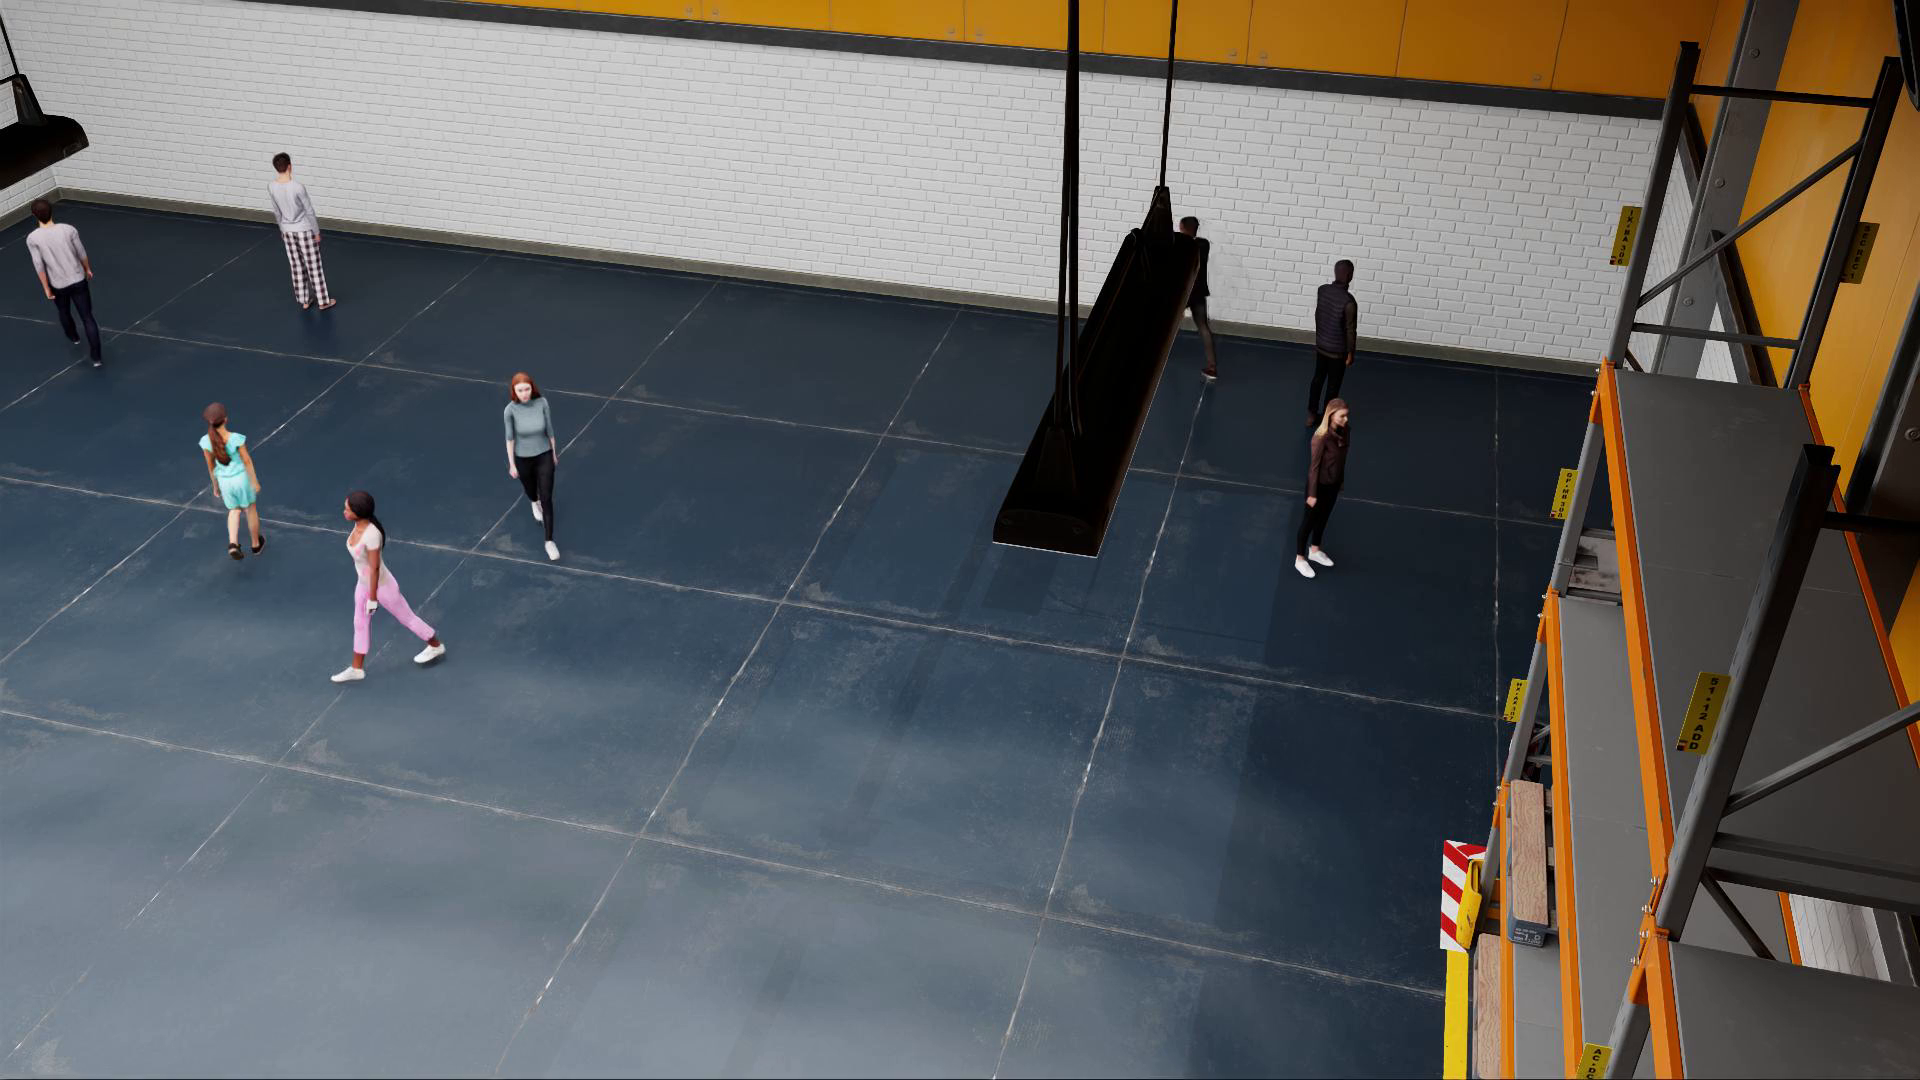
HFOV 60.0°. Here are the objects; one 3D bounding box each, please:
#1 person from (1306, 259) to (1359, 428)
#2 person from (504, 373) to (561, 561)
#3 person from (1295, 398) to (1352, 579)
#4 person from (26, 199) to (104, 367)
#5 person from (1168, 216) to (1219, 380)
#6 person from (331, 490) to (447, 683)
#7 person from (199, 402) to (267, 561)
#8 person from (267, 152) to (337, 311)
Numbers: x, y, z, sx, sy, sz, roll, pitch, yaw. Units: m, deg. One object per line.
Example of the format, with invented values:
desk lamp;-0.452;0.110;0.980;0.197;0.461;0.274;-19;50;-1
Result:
person;3.692;-1.921;16.482;0.820;1.839;0.766;-18;38;-25
person;-3.807;-0.732;14.810;1.043;1.710;1.206;-12;35;-17
person;3.158;-0.487;14.447;0.635;1.703;0.733;-24;41;-32
person;-9.472;-2.702;17.694;1.149;1.798;1.221;-17;37;-24
person;2.476;-2.496;17.433;1.239;1.742;1.265;-19;38;-26
person;-4.512;0.359;13.184;1.179;1.692;1.088;-19;38;-26
person;-6.372;-0.479;14.576;0.692;1.547;0.867;-2;34;-3
person;-7.491;-3.492;18.838;0.643;1.848;0.557;5;34;7
